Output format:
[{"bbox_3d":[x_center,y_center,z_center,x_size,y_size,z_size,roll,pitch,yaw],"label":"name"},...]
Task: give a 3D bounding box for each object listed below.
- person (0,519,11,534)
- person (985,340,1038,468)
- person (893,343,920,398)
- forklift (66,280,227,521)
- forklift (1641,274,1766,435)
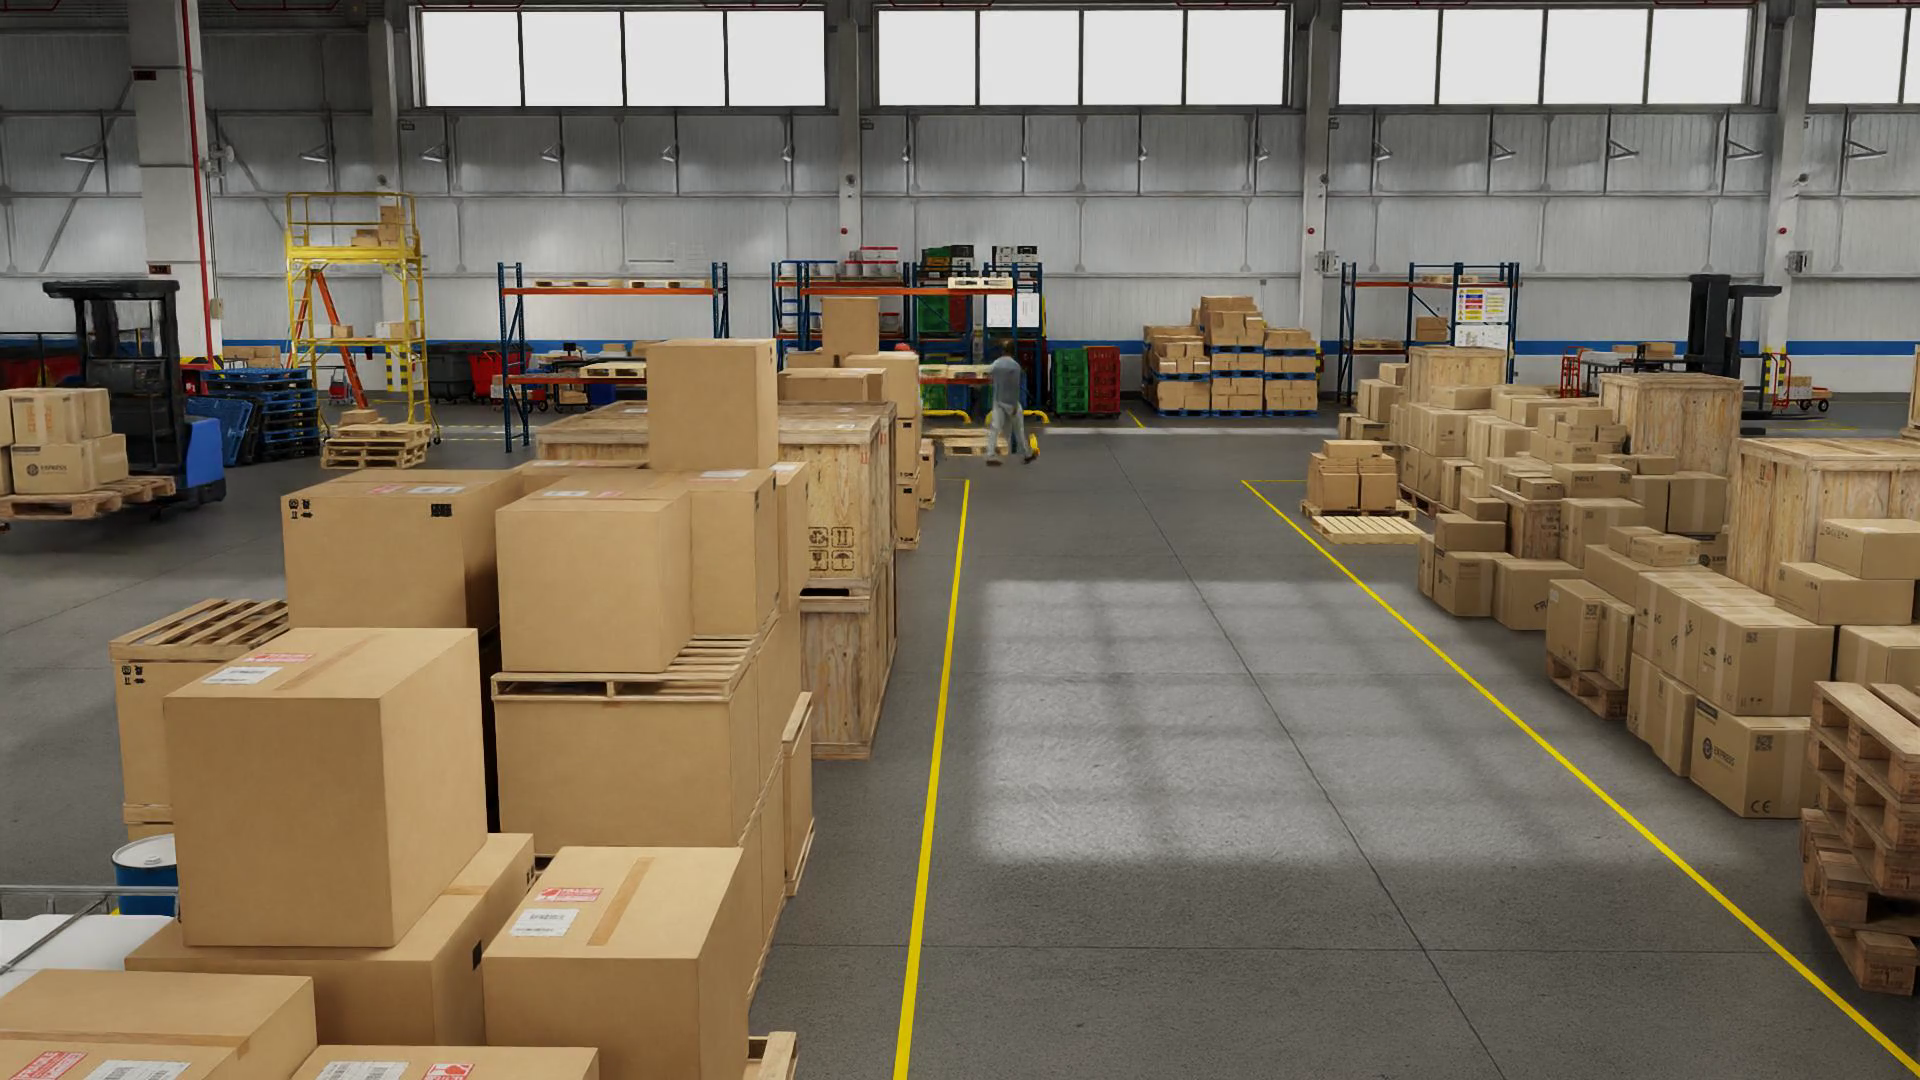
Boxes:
[{"bbox_3d":[-10.879,-0.996,18.605,0.341,1.881,0.581,-4,10,-20],"label":"person"},{"bbox_3d":[0.738,-2.031,24.793,1.033,1.882,0.626,-9,13,-44],"label":"person"},{"bbox_3d":[-0.754,-1.837,23.545,0.427,1.909,0.573,0,9,0],"label":"person"},{"bbox_3d":[-9.838,-1.738,20.044,1.129,2.768,1.873,0,9,1],"label":"forklift"},{"bbox_3d":[13.081,-3.274,29.247,1.873,2.768,1.129,0,9,1],"label":"forklift"}]
